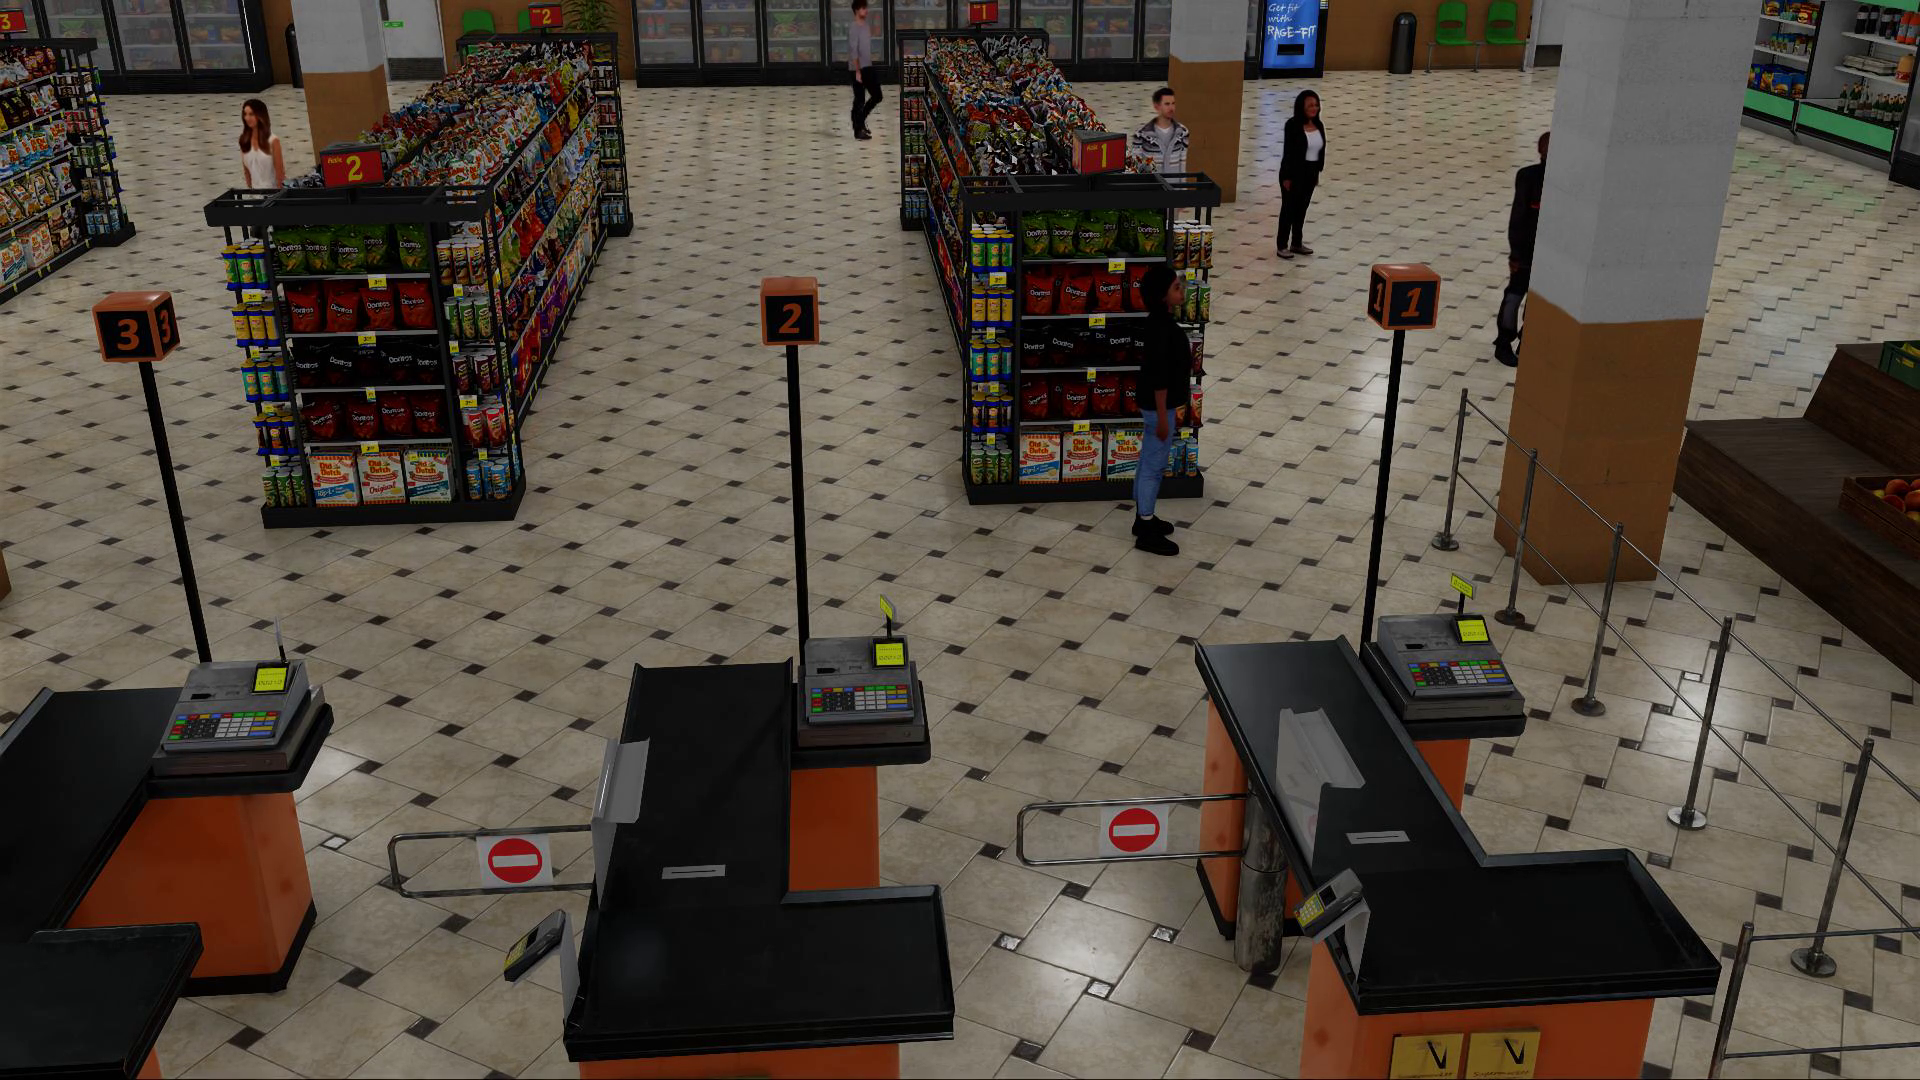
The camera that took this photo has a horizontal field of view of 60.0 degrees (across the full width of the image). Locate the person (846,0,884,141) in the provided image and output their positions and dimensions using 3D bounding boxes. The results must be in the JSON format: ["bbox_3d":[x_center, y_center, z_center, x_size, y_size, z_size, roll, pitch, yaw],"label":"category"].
[{"bbox_3d":[-1.390,-6.278,22.212,0.871,1.829,0.793,13,27,26],"label":"person"}]

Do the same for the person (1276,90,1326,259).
[{"bbox_3d":[3.334,-3.601,16.359,0.763,1.616,0.796,-17,29,-34],"label":"person"}]

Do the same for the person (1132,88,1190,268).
[{"bbox_3d":[1.783,-3.126,14.963,0.710,1.865,0.610,-5,24,-12],"label":"person"}]

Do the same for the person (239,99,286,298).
[{"bbox_3d":[-6.125,-3.049,14.907,0.748,1.771,0.812,6,24,14],"label":"person"}]

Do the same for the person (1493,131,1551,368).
[{"bbox_3d":[4.550,-2.324,13.181,0.765,1.826,0.709,-9,25,-20],"label":"person"}]

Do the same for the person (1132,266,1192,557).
[{"bbox_3d":[1.159,-0.771,9.786,0.654,1.702,0.515,1,24,3],"label":"person"}]
